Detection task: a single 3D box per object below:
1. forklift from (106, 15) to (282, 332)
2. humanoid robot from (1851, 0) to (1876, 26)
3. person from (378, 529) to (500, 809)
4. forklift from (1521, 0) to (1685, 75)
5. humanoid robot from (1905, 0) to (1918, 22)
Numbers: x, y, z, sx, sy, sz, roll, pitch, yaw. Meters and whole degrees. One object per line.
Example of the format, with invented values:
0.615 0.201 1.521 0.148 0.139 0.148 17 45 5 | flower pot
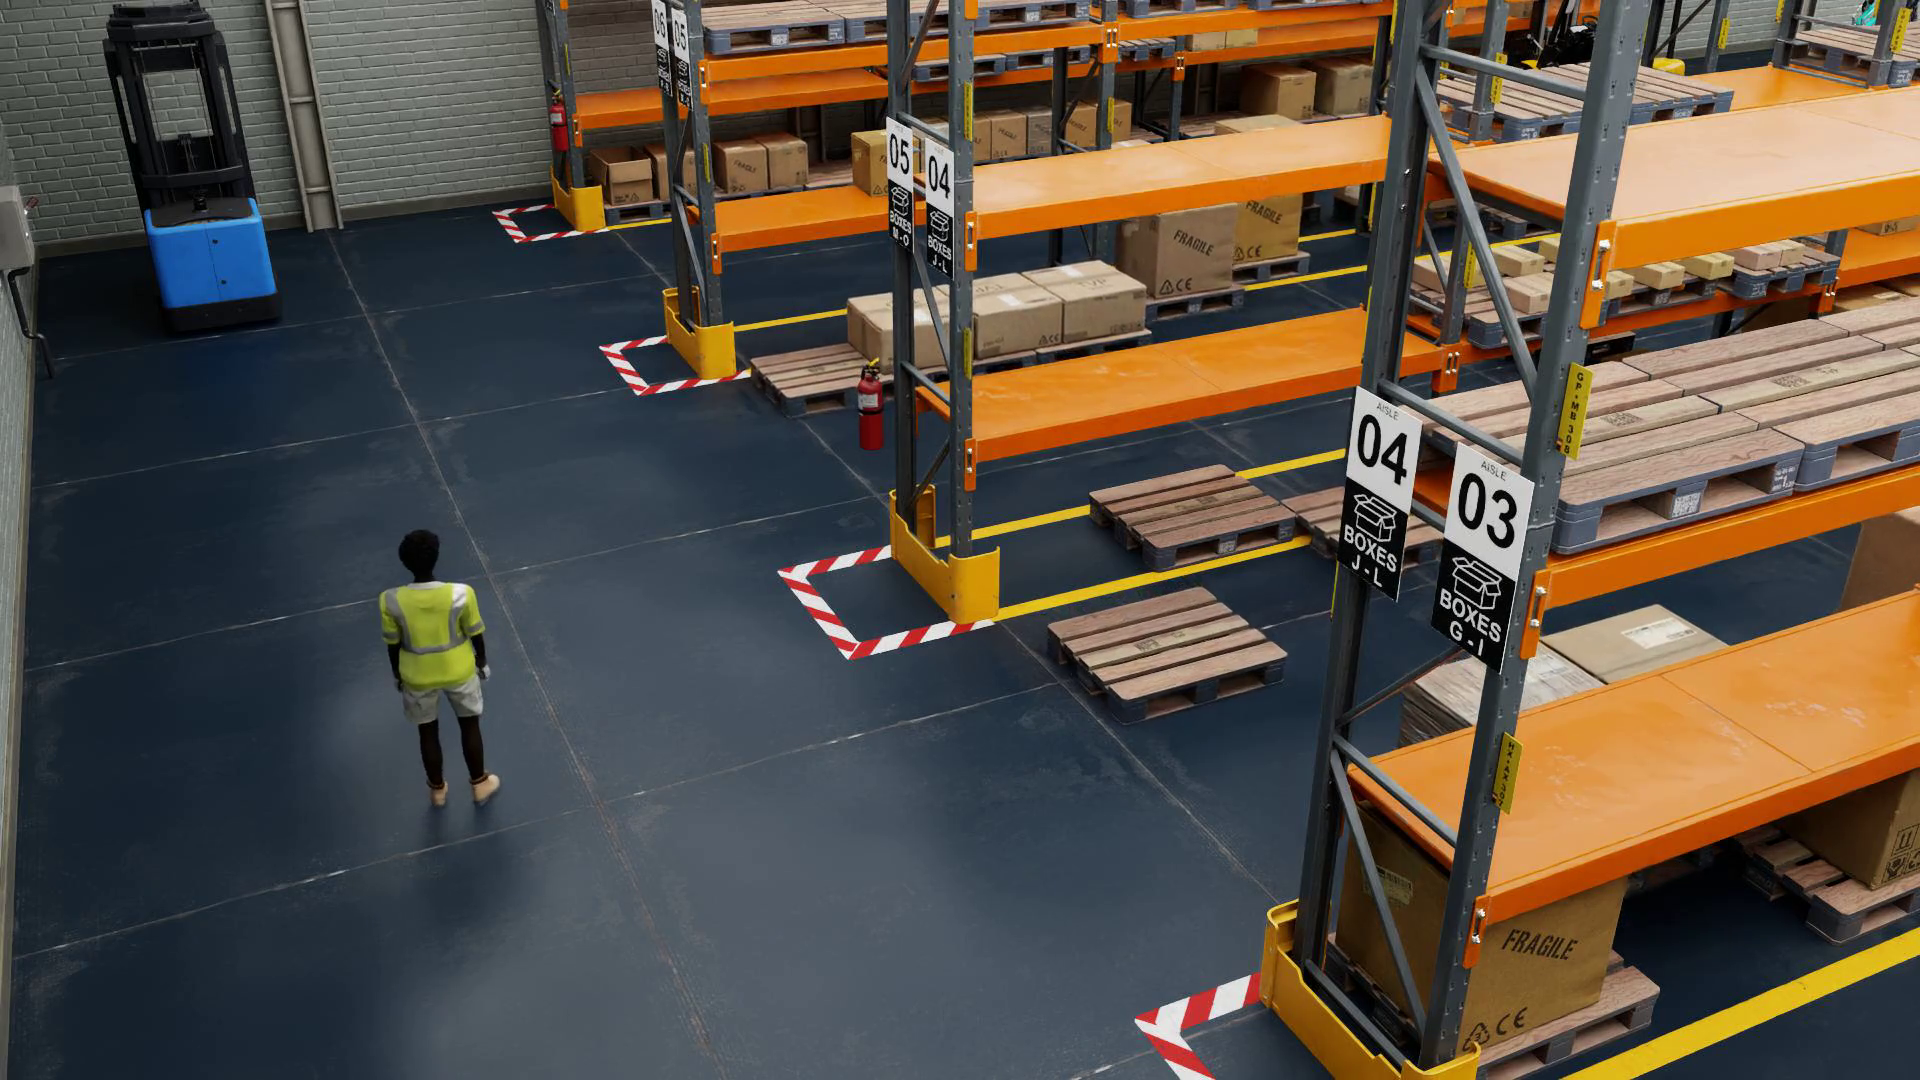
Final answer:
-7.548 -3.672 16.323 1.129 2.768 1.873 -12 30 -22 | forklift
14.727 -8.647 26.923 0.735 1.677 0.533 -12 30 -22 | humanoid robot
-2.867 0.729 9.171 0.542 1.686 0.323 -7 28 -13 | person
8.950 -6.807 23.056 1.214 2.155 2.313 -12 30 -22 | forklift
14.692 -7.995 25.892 0.609 1.651 0.351 -14 31 -24 | humanoid robot
